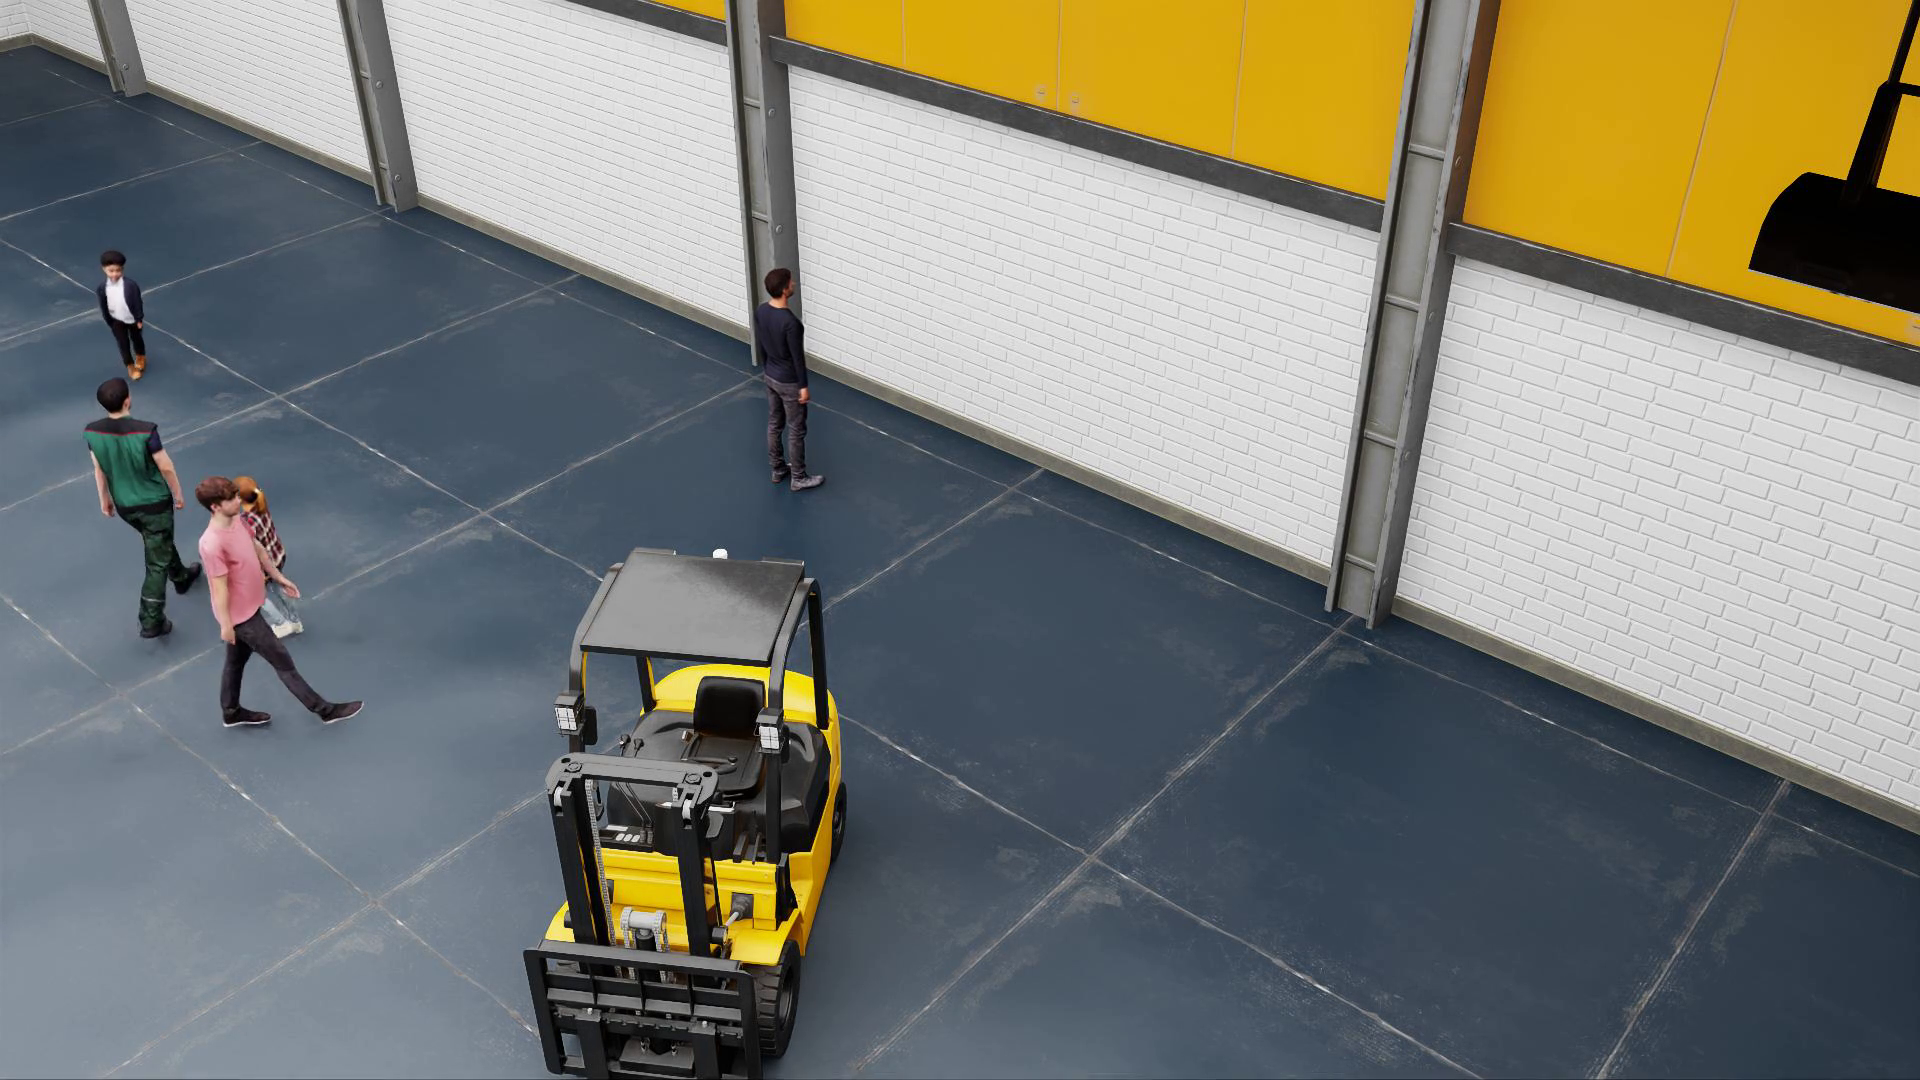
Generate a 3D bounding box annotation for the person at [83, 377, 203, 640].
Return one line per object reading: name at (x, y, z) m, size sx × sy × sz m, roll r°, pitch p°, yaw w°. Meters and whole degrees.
person at (-5.708, -0.194, 11.565) m, size 1.271 × 1.853 × 1.219 m, roll 3°, pitch 34°, yaw 4°

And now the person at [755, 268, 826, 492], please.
person at (-1.391, -1.268, 13.166) m, size 0.708 × 1.870 × 0.511 m, roll -29°, pitch 43°, yaw -36°

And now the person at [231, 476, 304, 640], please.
person at (-4.776, 0.133, 11.578) m, size 0.648 × 1.294 × 0.609 m, roll 2°, pitch 34°, yaw 3°

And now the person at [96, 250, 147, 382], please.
person at (-7.523, -2.047, 14.946) m, size 0.735 × 1.196 × 0.852 m, roll -6°, pitch 34°, yaw -9°

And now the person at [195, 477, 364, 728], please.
person at (-4.651, 0.453, 10.538) m, size 1.146 × 1.914 × 1.161 m, roll -6°, pitch 34°, yaw -10°
